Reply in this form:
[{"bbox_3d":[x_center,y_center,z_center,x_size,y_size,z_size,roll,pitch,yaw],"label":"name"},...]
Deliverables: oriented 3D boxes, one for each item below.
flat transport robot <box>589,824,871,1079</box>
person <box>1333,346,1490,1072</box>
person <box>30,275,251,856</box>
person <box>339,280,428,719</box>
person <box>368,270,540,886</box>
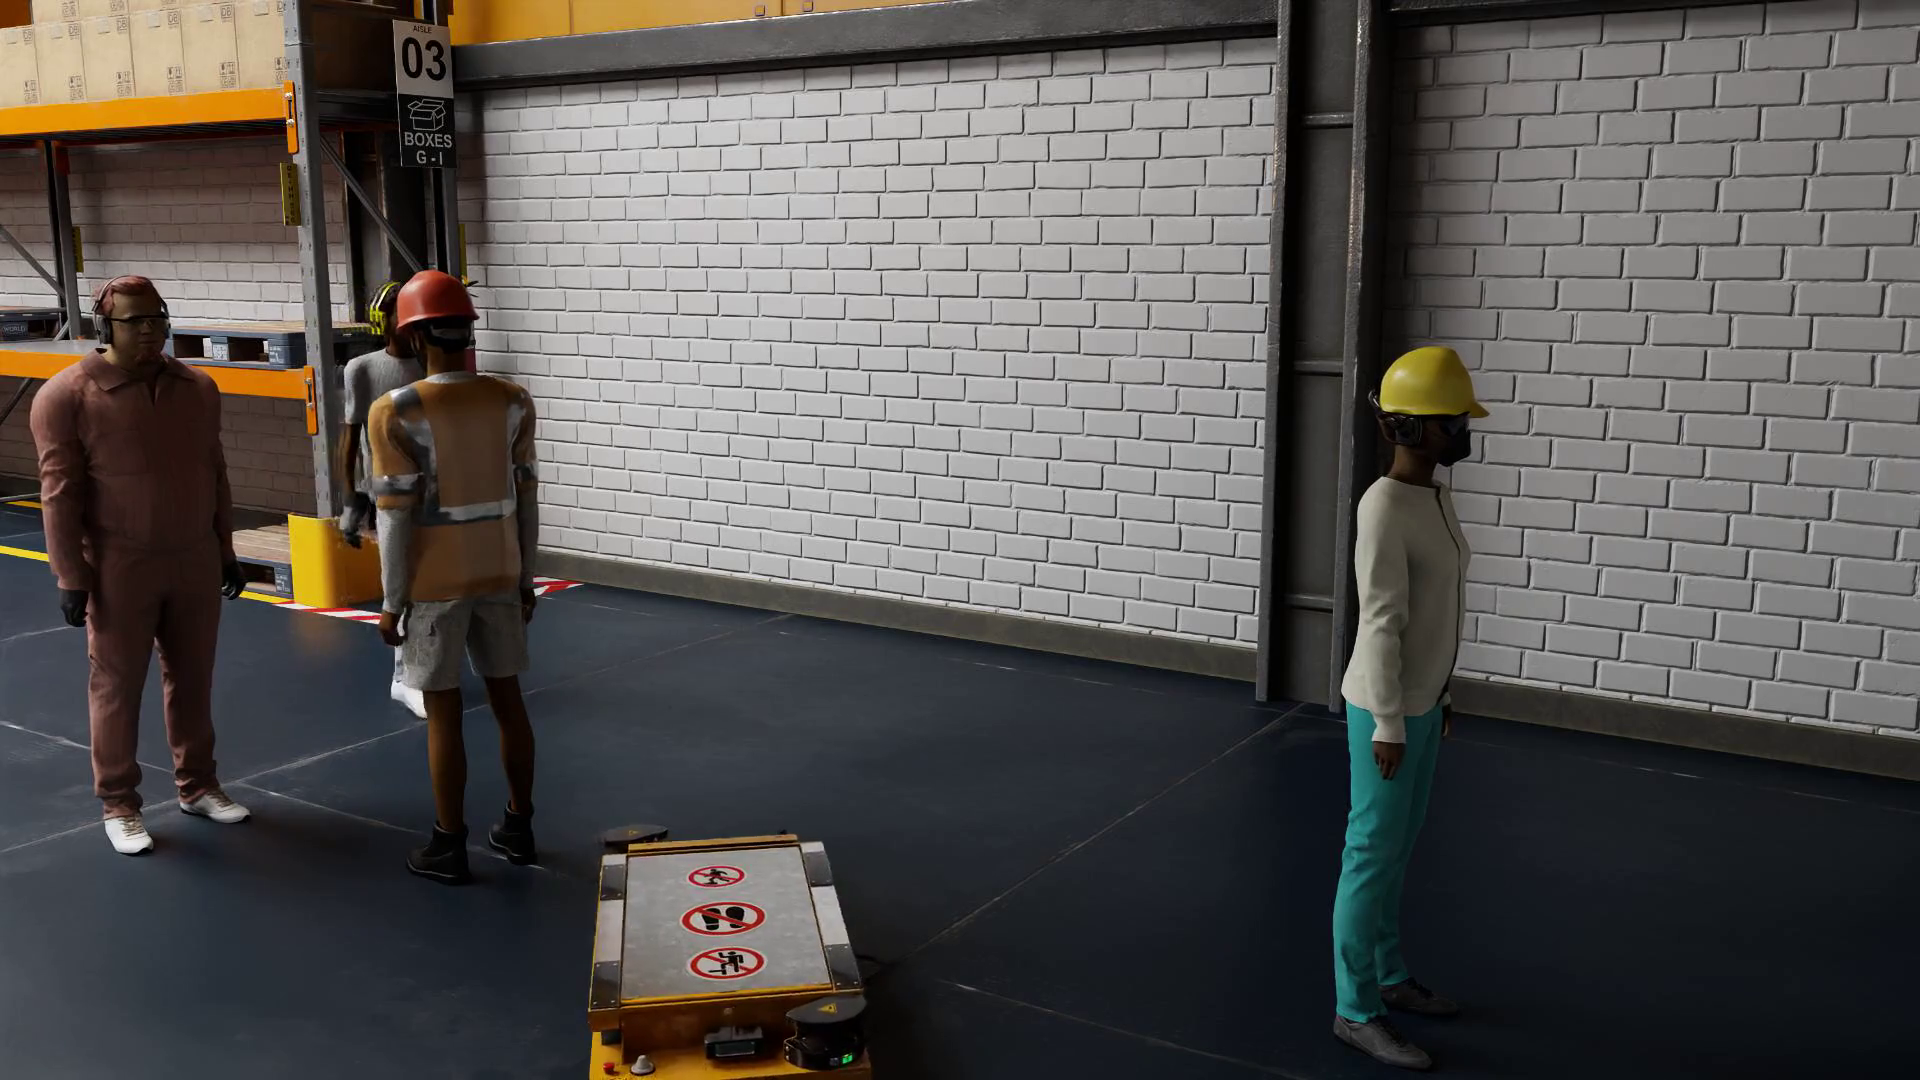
[{"bbox_3d":[-0.652,1.085,4.522,0.652,0.197,1.431,-2,10,-10],"label":"flat transport robot"},{"bbox_3d":[1.120,0.406,4.146,0.309,1.769,0.523,6,12,28],"label":"person"},{"bbox_3d":[-2.703,0.076,5.582,0.407,1.906,0.654,7,12,32],"label":"person"},{"bbox_3d":[-2.291,-0.165,7.069,0.674,1.847,0.565,8,13,38],"label":"person"},{"bbox_3d":[-1.591,0.123,5.256,0.542,1.931,0.366,-10,14,-42],"label":"person"}]
